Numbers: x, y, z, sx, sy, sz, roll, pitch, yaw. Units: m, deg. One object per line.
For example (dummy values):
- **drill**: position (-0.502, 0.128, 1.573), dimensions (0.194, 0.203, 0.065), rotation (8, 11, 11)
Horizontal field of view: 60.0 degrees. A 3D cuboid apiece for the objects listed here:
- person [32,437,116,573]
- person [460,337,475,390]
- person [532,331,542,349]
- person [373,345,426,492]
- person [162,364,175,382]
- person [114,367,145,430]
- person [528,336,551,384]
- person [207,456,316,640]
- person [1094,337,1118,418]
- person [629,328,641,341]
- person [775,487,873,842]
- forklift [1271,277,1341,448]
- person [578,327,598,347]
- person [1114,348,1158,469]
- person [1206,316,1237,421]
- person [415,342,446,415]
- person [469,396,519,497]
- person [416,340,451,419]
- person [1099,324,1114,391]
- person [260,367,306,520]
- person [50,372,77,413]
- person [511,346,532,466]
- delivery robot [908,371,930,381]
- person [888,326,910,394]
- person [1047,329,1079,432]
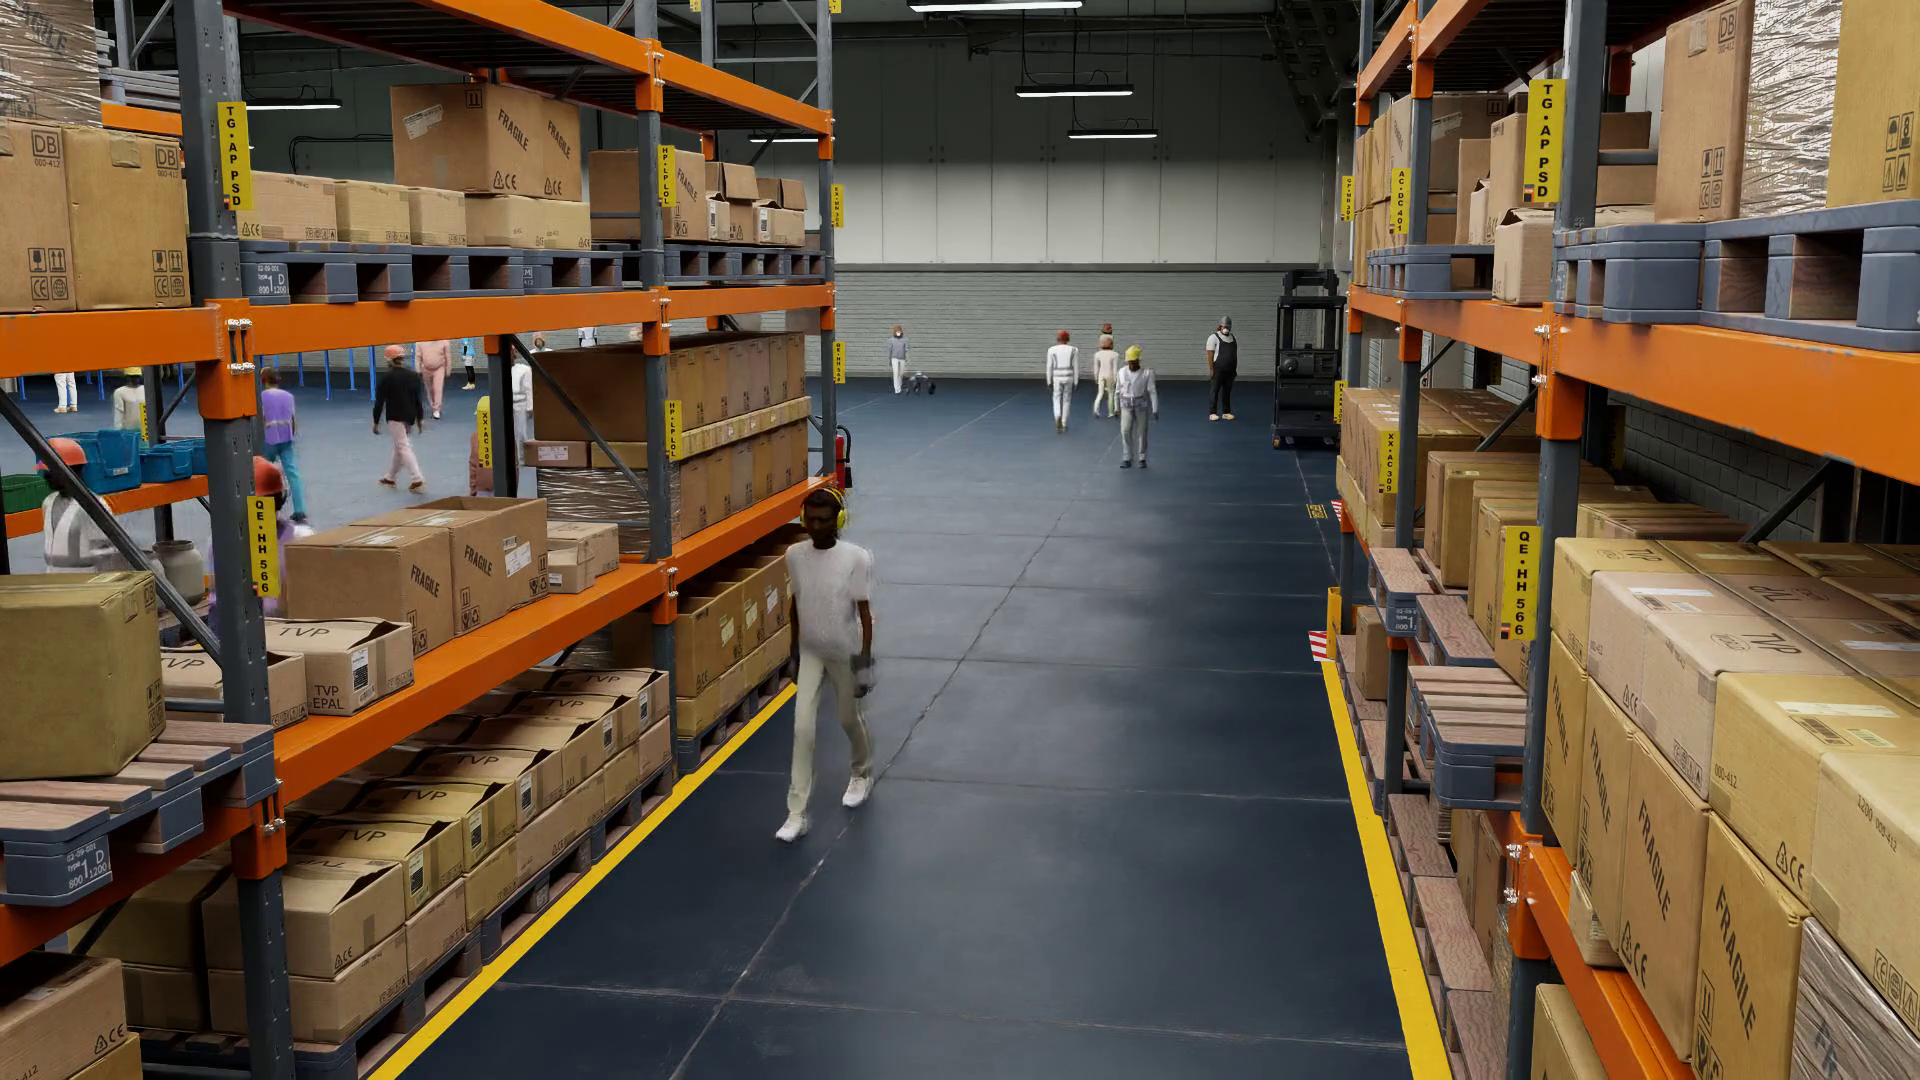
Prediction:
- **person**: position (-5.386, 0.311, 10.273), dimensions (0.550, 1.921, 0.622), rotation (5, 11, 30)
- **person**: position (-12.131, -4.557, 40.981), dimensions (0.318, 1.697, 0.535), rotation (0, 9, 1)
- **person**: position (-10.772, -4.820, 42.399), dimensions (0.326, 1.765, 0.533), rotation (-4, 10, -21)
- **person**: position (-7.470, -1.619, 22.127), dimensions (1.045, 1.942, 0.639), rotation (6, 11, 33)
- **person**: position (-20.957, -5.130, 43.788), dimensions (0.375, 1.933, 0.557), rotation (2, 9, 9)
- **person**: position (-10.948, -1.504, 22.071), dimensions (0.540, 1.722, 0.906), rotation (-9, 13, -43)
- **person**: position (-8.343, -3.253, 33.152), dimensions (0.536, 1.624, 0.376), rotation (-3, 10, -16)
- **person**: position (-3.465, 0.555, 8.479), dimensions (0.621, 2.023, 0.856), rotation (1, 9, 7)
- **person**: position (2.888, -3.224, 33.043), dimensions (0.504, 1.610, 0.734), rotation (5, 10, 26)
- **person**: position (-6.038, -3.044, 31.132), dimensions (0.656, 1.876, 0.903), rotation (2, 9, 10)
- **person**: position (-0.691, 0.608, 8.814), dimensions (0.536, 1.813, 0.993), rotation (3, 10, 16)
- **forklift**: position (5.847, -3.016, 27.970), dimensions (1.129, 2.768, 1.873), rotation (1, 9, 9)
- **person**: position (-10.203, -5.311, 45.630), dimensions (0.541, 1.696, 0.316), rotation (-5, 11, -29)
- **person**: position (2.577, -1.935, 24.528), dimensions (0.696, 1.774, 0.874), rotation (3, 10, 19)
- **person**: position (5.197, -3.357, 32.651), dimensions (0.673, 2.000, 0.536), rotation (-5, 10, -28)
- **person**: position (-10.872, -3.565, 34.230), dimensions (0.617, 1.909, 0.994), rotation (-2, 9, -11)
- **person**: position (-4.339, -0.453, 15.454), dimensions (0.523, 1.769, 0.322), rotation (4, 10, 22)
- **person**: position (-10.500, -3.380, 33.222), dimensions (0.641, 1.864, 0.973), rotation (0, 9, 0)
- **person**: position (3.576, -4.448, 40.505), dimensions (0.285, 1.633, 0.497), rotation (-6, 11, -32)
- **person**: position (-8.086, -1.141, 19.624), dimensions (0.985, 1.786, 0.587), rotation (6, 11, 35)
- **person**: position (-18.581, -3.566, 34.428), dimensions (0.429, 1.844, 0.627), rotation (3, 10, 18)
- **person**: position (-6.583, -1.958, 24.471), dimensions (0.582, 1.859, 0.824), rotation (-2, 9, -12)
- **delivery robot**: position (-0.969, -3.902, 39.496), dimensions (0.335, 0.223, 0.698), rotation (5, 11, 30)
- **person**: position (-1.475, -4.323, 39.813), dimensions (0.499, 1.608, 0.684), rotation (-2, 9, -11)
- **person**: position (1.875, -2.892, 30.194), dimensions (0.582, 1.866, 0.618), rotation (0, 9, 1)
